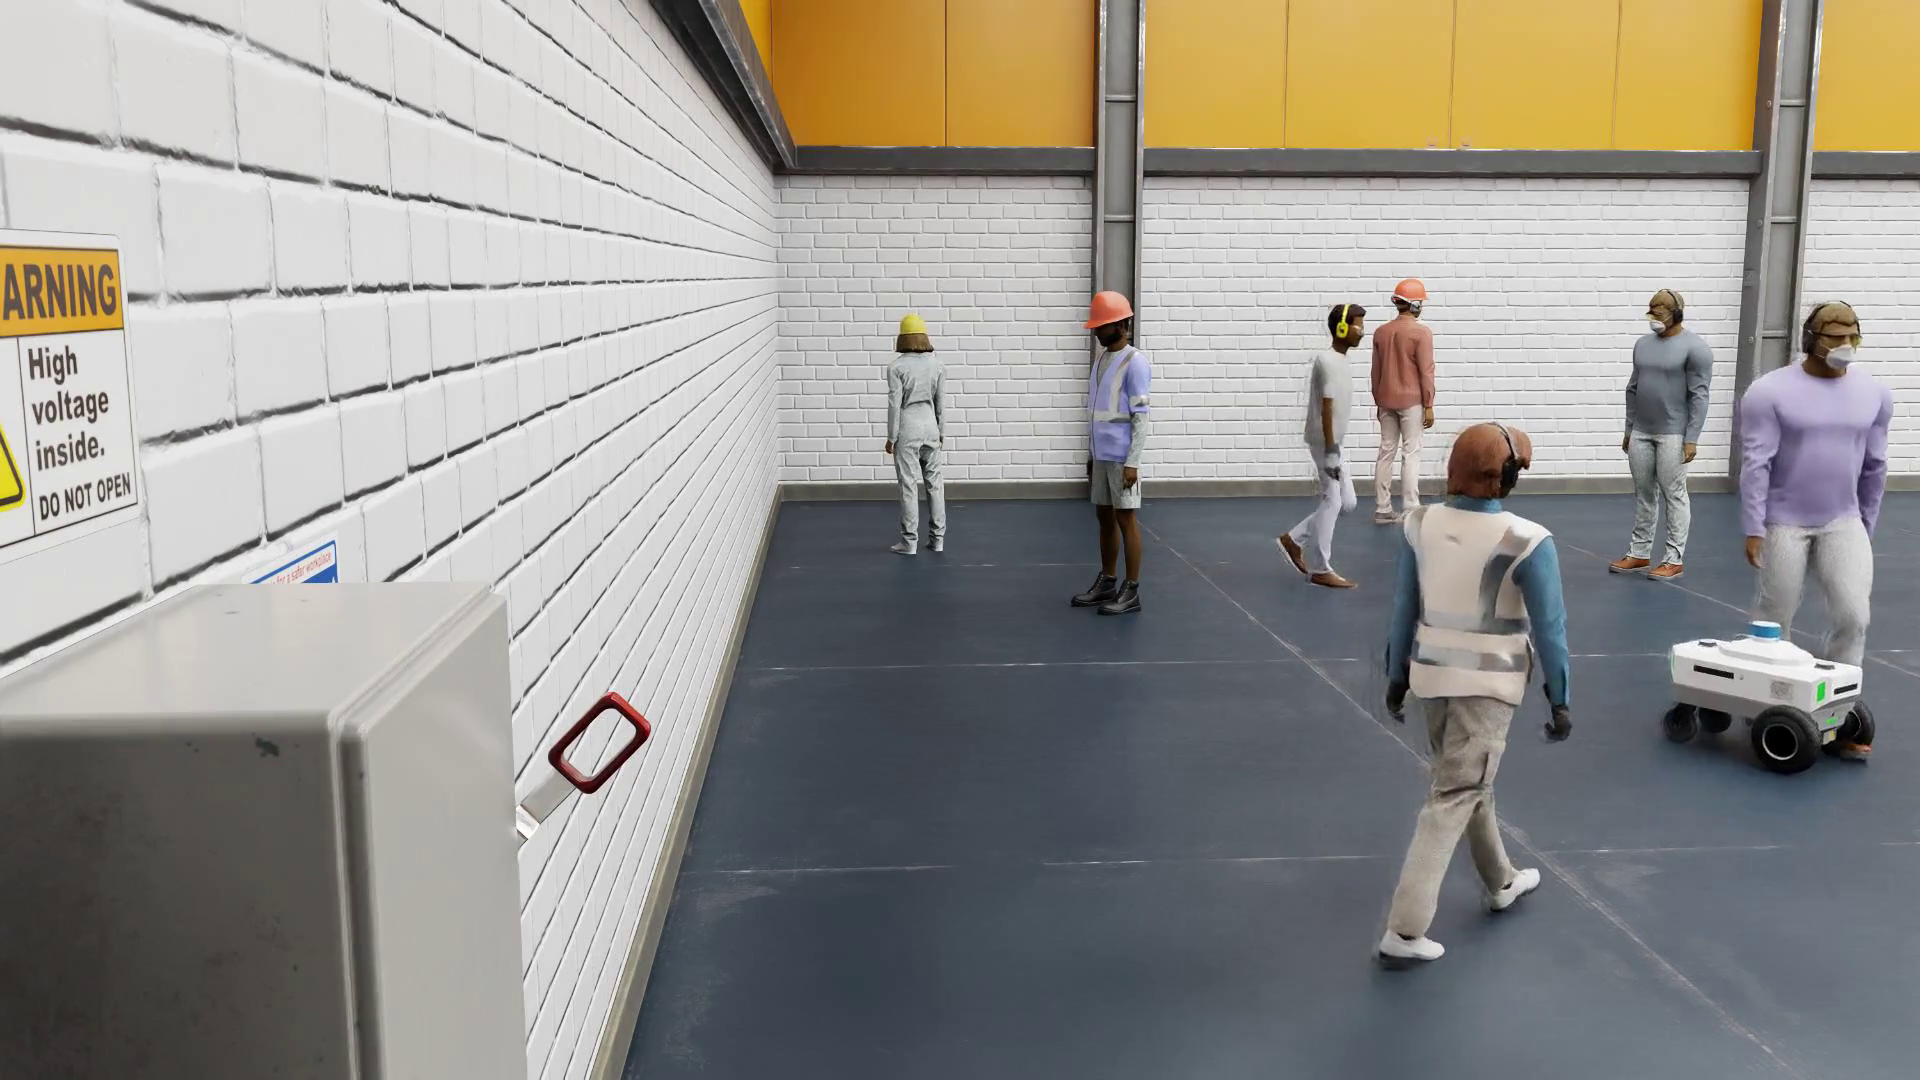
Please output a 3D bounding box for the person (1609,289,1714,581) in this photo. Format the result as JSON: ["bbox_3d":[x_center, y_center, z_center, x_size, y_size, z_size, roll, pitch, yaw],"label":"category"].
[{"bbox_3d":[4.680,-0.700,11.092,0.372,1.934,0.627,-4,10,-25],"label":"person"}]

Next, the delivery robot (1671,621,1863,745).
[{"bbox_3d":[3.389,0.588,7.024,0.477,0.478,0.707,-6,11,-34],"label":"delivery robot"}]

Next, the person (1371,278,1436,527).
[{"bbox_3d":[3.588,-1.102,13.417,0.379,1.996,0.609,-6,11,-33],"label":"person"}]

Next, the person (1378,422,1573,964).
[{"bbox_3d":[1.551,0.442,4.979,0.880,1.585,0.537,-7,11,-36],"label":"person"}]

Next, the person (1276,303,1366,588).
[{"bbox_3d":[2.358,-0.609,10.793,0.476,1.847,0.555,5,10,27],"label":"person"}]

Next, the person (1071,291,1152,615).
[{"bbox_3d":[0.906,-0.516,9.950,0.368,1.929,0.542,-4,10,-26],"label":"person"}]

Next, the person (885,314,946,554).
[{"bbox_3d":[-0.331,-0.769,12.122,0.492,1.740,0.325,-6,11,-32],"label":"person"}]

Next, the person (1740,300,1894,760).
[{"bbox_3d":[3.601,-0.033,6.982,0.633,1.916,0.741,1,9,7],"label":"person"}]
